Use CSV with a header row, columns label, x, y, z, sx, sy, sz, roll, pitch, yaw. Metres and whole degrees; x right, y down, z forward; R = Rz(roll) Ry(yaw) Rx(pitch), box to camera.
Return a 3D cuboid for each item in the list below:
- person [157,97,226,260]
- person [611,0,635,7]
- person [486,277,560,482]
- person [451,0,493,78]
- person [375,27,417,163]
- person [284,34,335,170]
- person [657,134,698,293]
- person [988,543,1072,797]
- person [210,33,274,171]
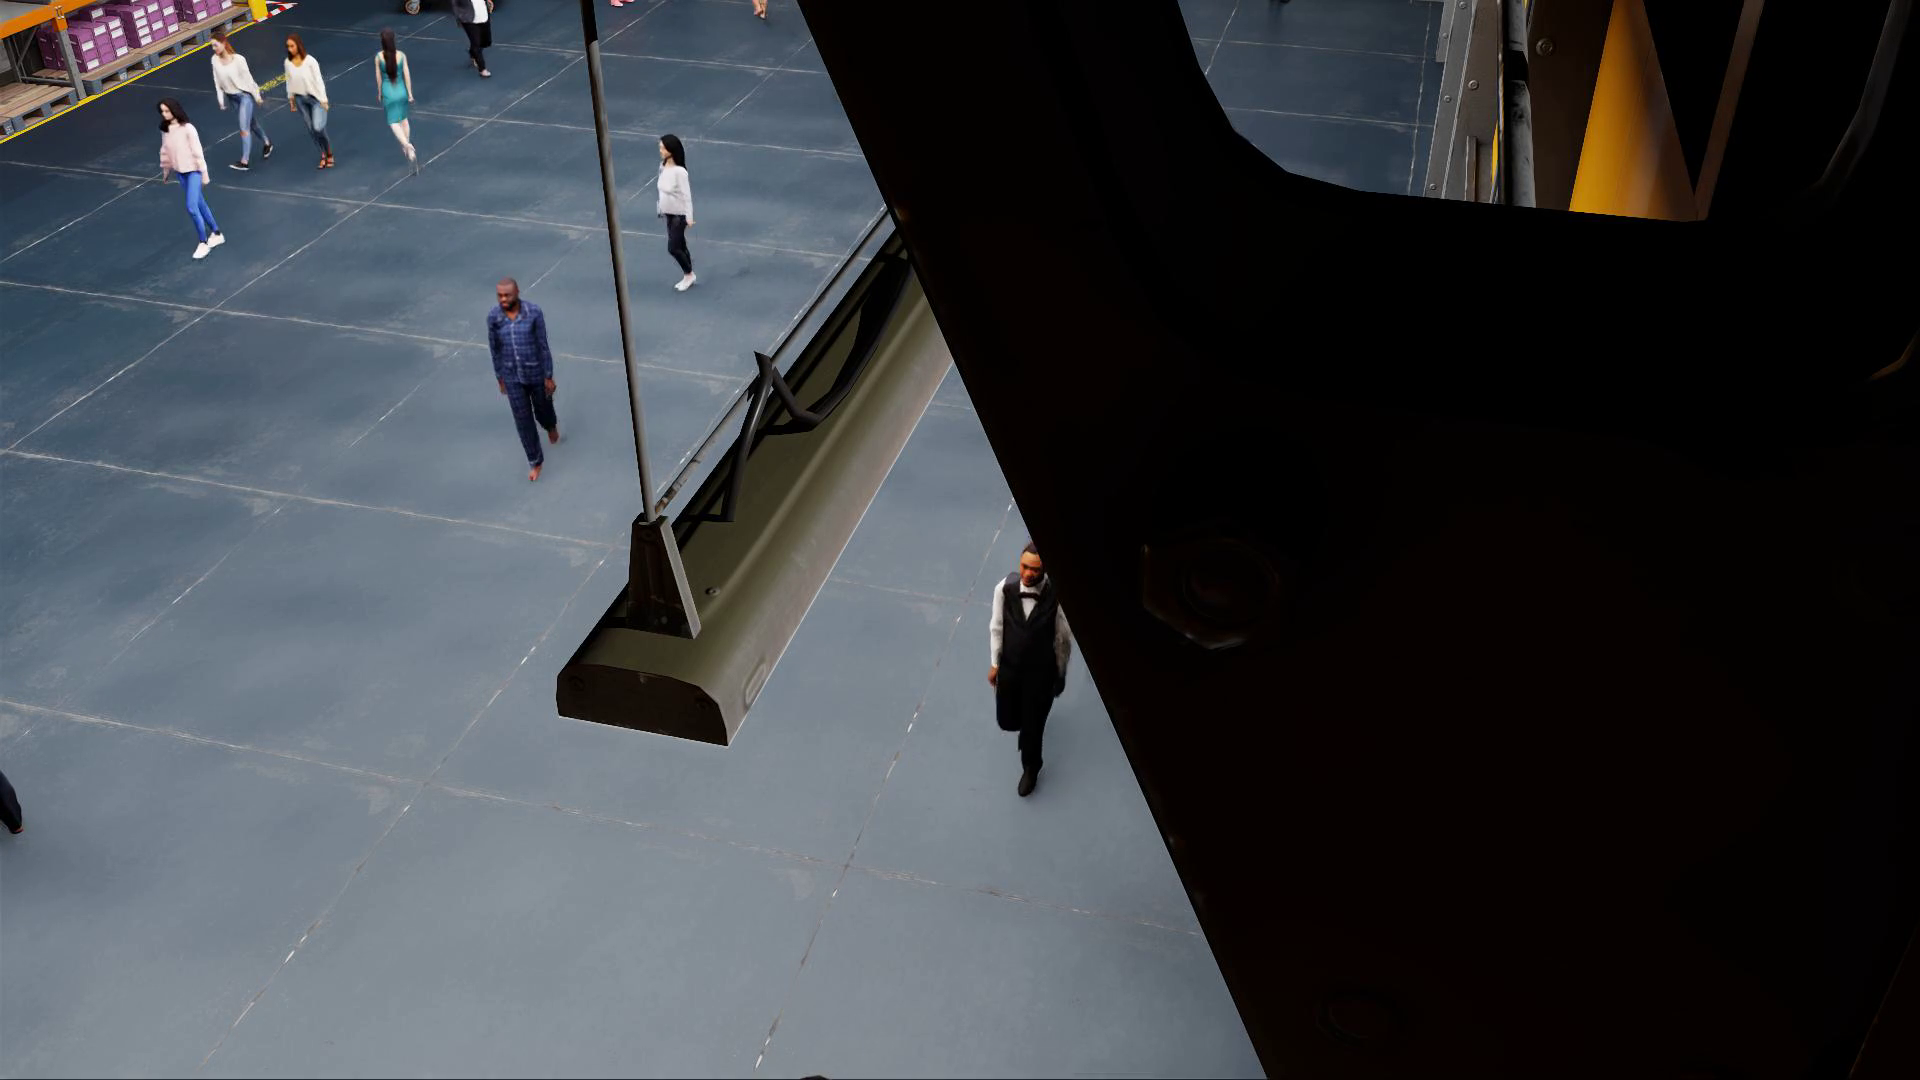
label,x,y,z,sx,sy,sz,roll,pitch,yaw
person,-8.374,-4.029,18.234,0.765,1.747,0.876,17,37,24
person,-5.449,-9.345,26.279,0.707,1.693,0.561,18,38,25
person,-3.709,-1.441,14.282,0.839,1.811,0.994,-2,34,-3
person,-6.863,-7.345,23.371,0.910,1.582,0.908,24,41,32
person,-6.900,-5.400,20.373,0.949,1.661,0.976,-20,38,-27
person,-7.894,-5.379,20.334,0.654,1.670,0.602,6,34,9
person,-2.886,-3.427,17.380,0.790,1.688,0.758,-26,42,-34
person,0.483,0.768,10.875,0.732,1.903,0.861,11,35,16
person,-8.771,-5.423,20.425,0.658,1.643,1.107,6,34,9
